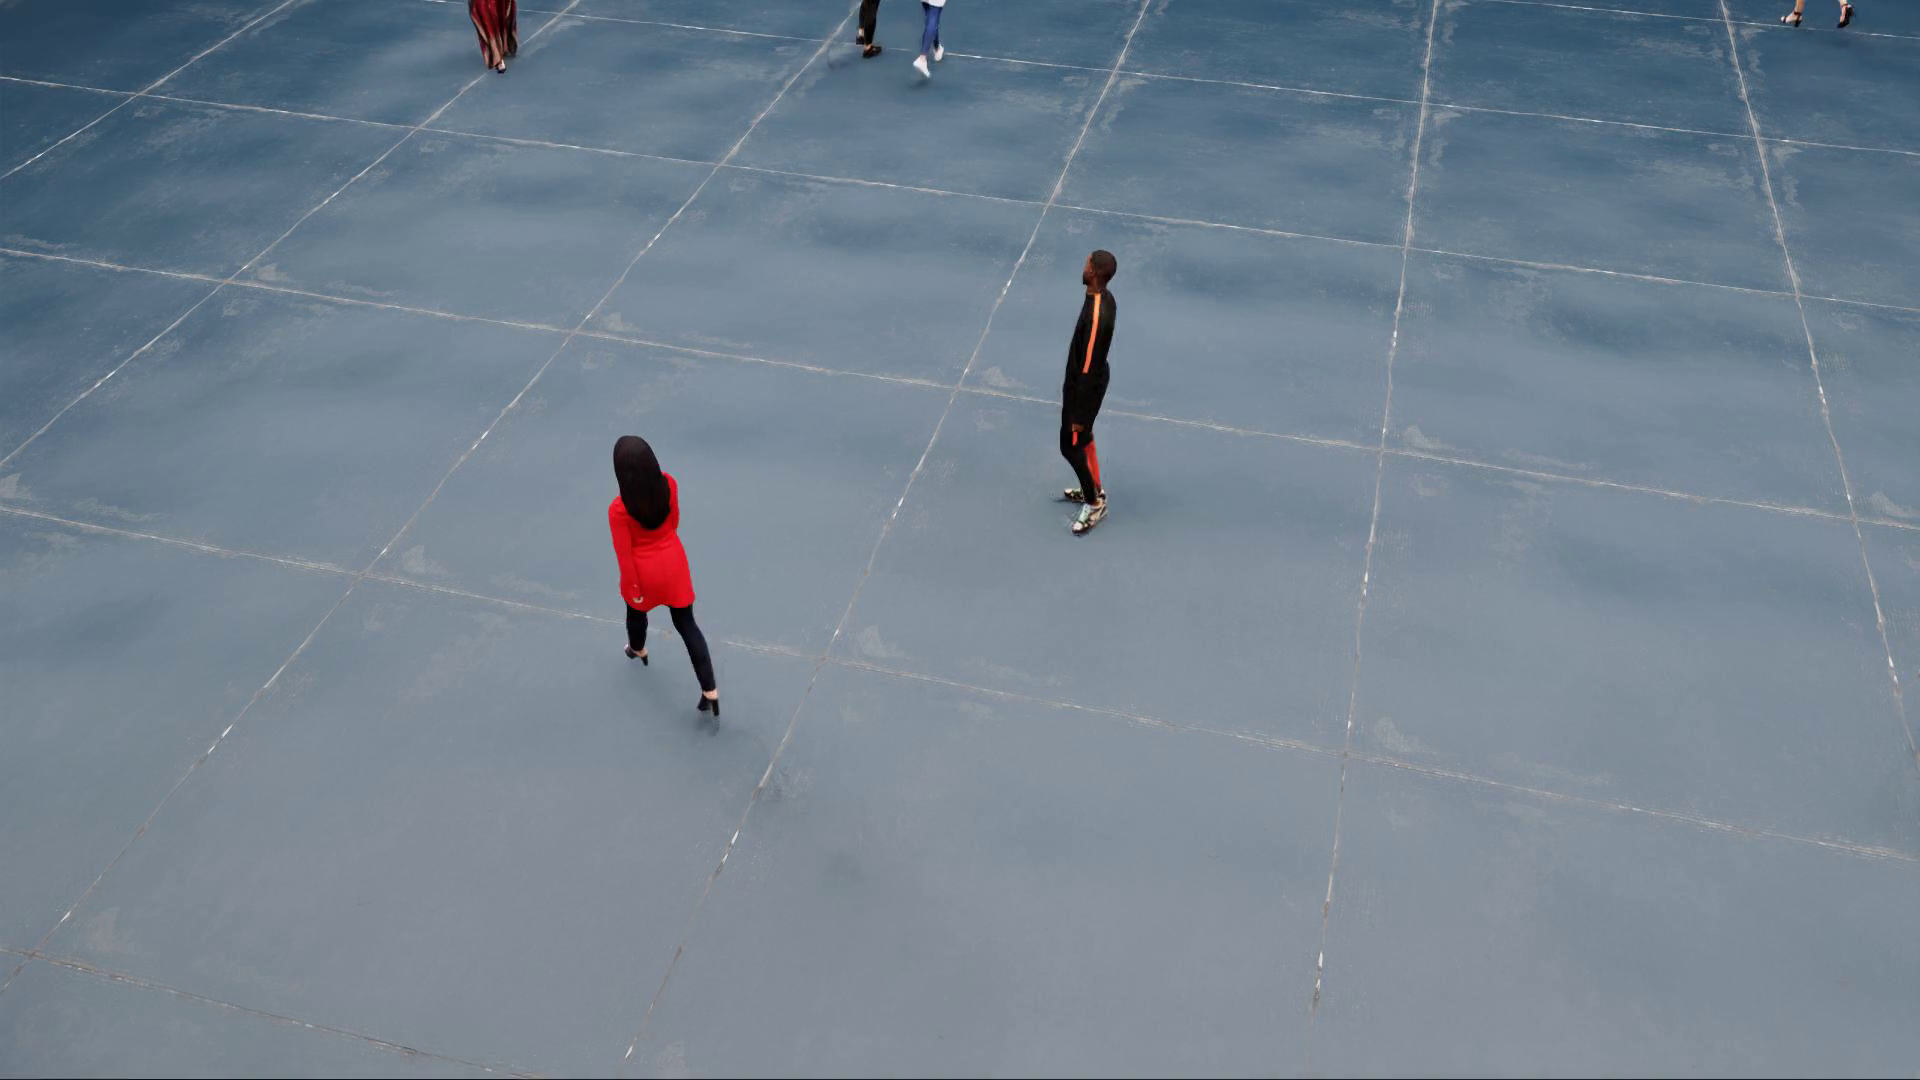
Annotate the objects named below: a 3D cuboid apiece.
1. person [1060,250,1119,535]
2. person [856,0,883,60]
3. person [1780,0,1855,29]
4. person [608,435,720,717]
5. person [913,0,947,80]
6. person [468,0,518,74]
[{"bbox_3d":[0.798,-0.914,10.287,0.869,1.771,0.551,-2,38,-3],"label":"person"},{"bbox_3d":[-0.950,-5.553,16.273,0.705,1.703,0.713,27,46,31],"label":"person"},{"bbox_3d":[8.823,-5.971,16.720,0.986,1.811,1.032,-22,43,-25],"label":"person"},{"bbox_3d":[-1.564,0.223,8.888,1.116,1.705,1.054,-30,47,-32],"label":"person"},{"bbox_3d":[-0.315,-5.331,15.959,0.639,1.739,1.112,12,40,15],"label":"person"},{"bbox_3d":[-4.574,-5.423,16.183,1.008,1.608,1.164,-11,39,-14],"label":"person"}]
